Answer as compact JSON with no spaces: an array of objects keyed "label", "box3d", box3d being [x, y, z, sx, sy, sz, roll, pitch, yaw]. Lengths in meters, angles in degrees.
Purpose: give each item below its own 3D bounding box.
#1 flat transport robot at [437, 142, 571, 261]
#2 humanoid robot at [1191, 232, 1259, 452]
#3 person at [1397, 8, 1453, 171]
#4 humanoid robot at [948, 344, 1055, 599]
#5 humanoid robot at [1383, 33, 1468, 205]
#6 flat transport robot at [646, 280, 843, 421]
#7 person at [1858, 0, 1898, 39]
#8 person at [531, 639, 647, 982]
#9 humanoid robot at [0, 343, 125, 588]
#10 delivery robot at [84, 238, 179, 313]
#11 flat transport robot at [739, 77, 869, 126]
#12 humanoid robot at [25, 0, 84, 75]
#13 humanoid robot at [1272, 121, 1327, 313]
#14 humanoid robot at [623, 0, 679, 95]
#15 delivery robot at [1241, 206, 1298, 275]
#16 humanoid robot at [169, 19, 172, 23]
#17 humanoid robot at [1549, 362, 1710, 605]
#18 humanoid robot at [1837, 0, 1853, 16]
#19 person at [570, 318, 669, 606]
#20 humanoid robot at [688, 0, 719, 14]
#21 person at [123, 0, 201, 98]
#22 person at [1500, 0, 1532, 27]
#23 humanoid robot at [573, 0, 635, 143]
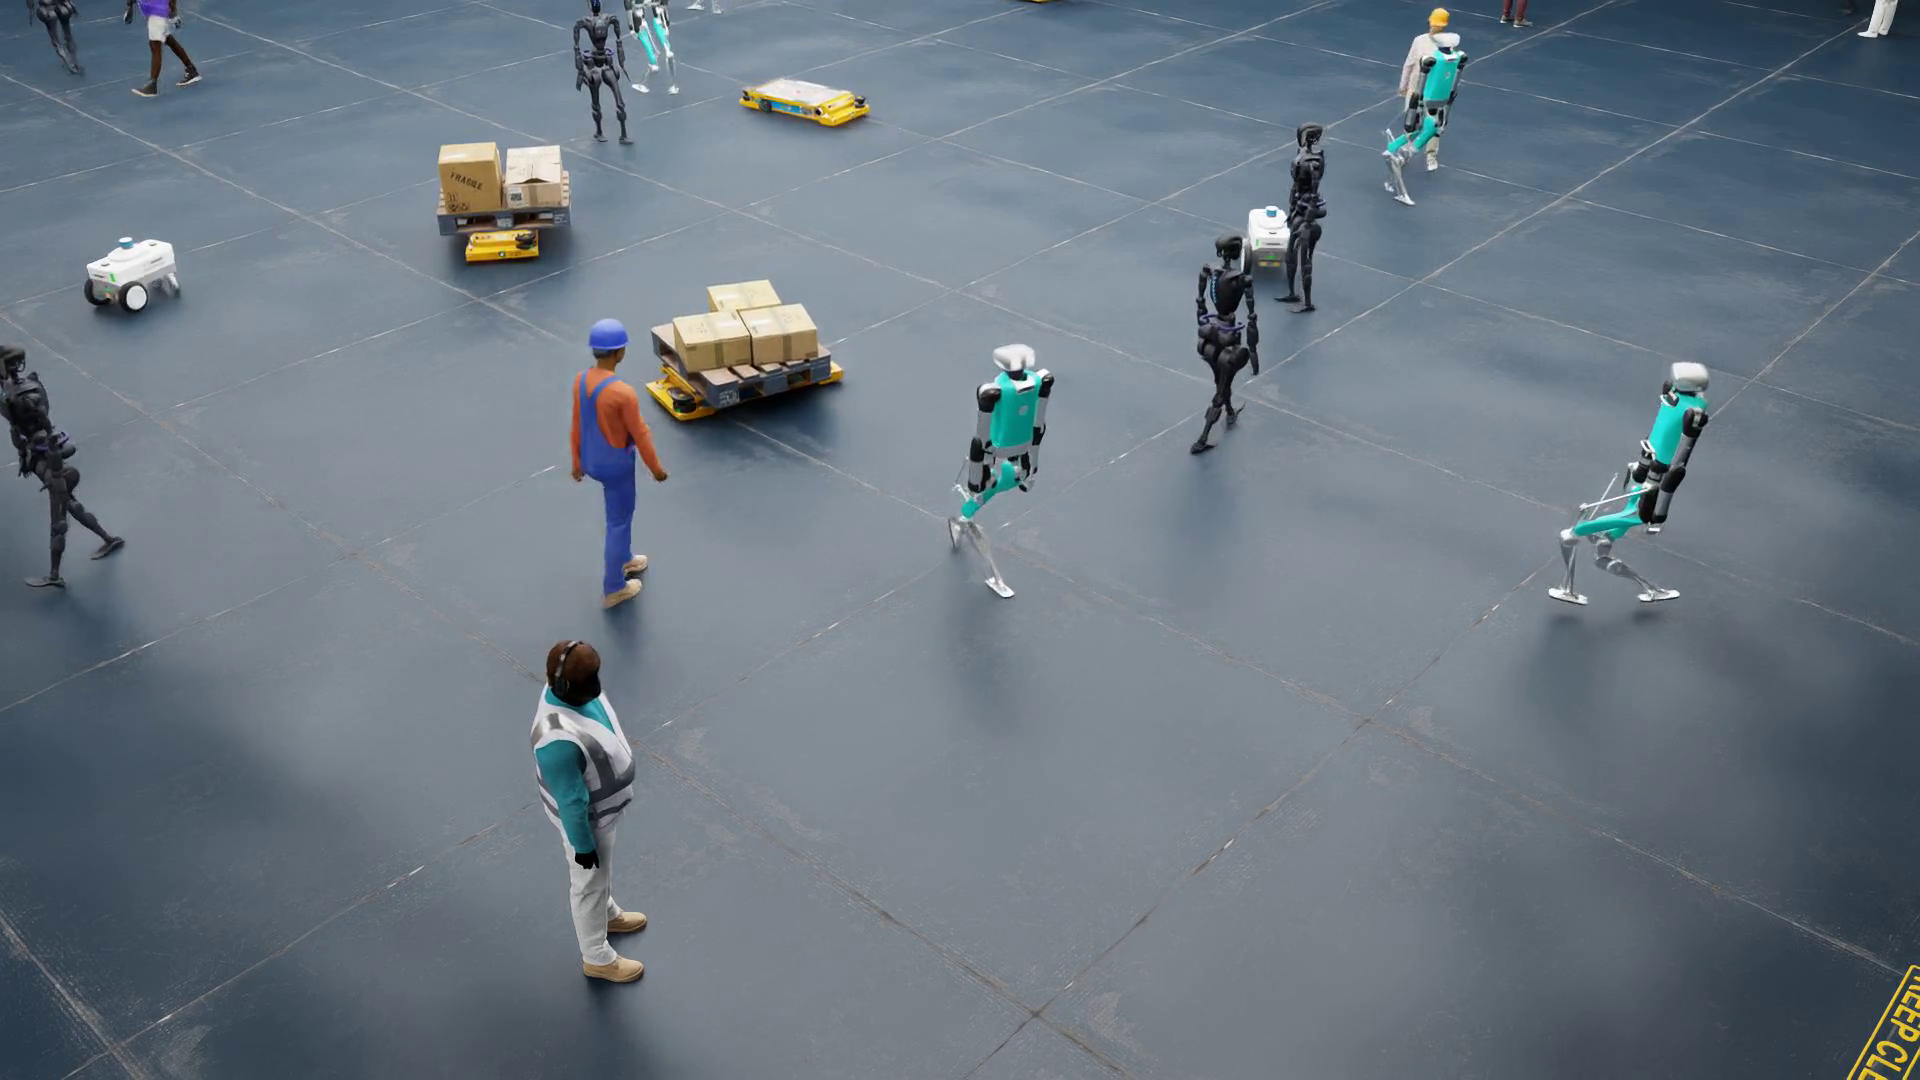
[{"label":"flat transport robot","box3d":[-4.363,-3.060,16.081,0.659,0.231,1.431,-6,32,-10]},{"label":"humanoid robot","box3d":[1.989,-1.492,12.250,0.750,1.626,0.601,-24,39,-34]},{"label":"person","box3d":[4.878,-4.710,17.392,0.553,1.687,0.320,14,35,22]},{"label":"humanoid robot","box3d":[0.120,-0.534,10.642,0.557,1.775,0.959,-20,37,-29]},{"label":"humanoid robot","box3d":[4.507,-4.154,16.552,0.547,1.889,0.806,-15,35,-23]},{"label":"flat transport robot","box3d":[-1.716,-1.311,13.265,1.431,0.231,0.659,-19,36,-27]},{"label":"person","box3d":[12.215,-7.428,21.814,0.513,1.639,0.312,-15,35,-23]},{"label":"person","box3d":[-1.697,1.230,7.685,0.429,1.839,0.633,-2,32,-4]},{"label":"humanoid robot","box3d":[-5.905,-0.503,10.659,0.585,1.623,0.729,22,38,32]},{"label":"delivery robot","box3d":[-7.322,-2.351,14.687,0.502,0.614,0.785,14,34,21]},{"label":"flat transport robot","box3d":[-1.821,-5.115,19.391,1.431,0.231,0.659,20,37,29]},{"label":"humanoid robot","box3d":[-11.113,-6.544,20.398,0.419,1.691,0.609,19,36,27]},{"label":"humanoid robot","box3d":[2.966,-2.774,14.283,0.341,1.651,0.593,-4,32,-6]},{"label":"humanoid robot","box3d":[-3.572,-6.011,19.455,0.535,1.766,0.906,-17,36,-25]},{"label":"delivery robot","box3d":[2.842,-2.774,15.343,0.521,0.588,0.759,2,32,4]},{"label":"humanoid robot","box3d":[-10.945,-7.893,22.493,0.533,1.778,0.791,-8,33,-12]},{"label":"humanoid robot","box3d":[4.066,-0.285,10.251,1.039,1.733,0.545,2,32,4]},{"label":"humanoid robot","box3d":[12.317,-8.062,22.802,0.456,1.644,0.599,-14,34,-21]},{"label":"person","box3d":[-2.134,-0.494,10.427,0.523,1.881,0.642,24,39,33]},{"label":"humanoid robot","box3d":[-3.626,-8.111,22.923,0.832,1.872,0.549,8,33,12]},{"label":"person","box3d":[-9.588,-6.263,19.685,0.608,1.911,1.019,19,37,28]},{"label":"person","box3d":[7.601,-7.828,22.304,0.380,1.805,0.552,-16,35,-23]},{"label":"humanoid robot","box3d":[-3.890,-5.126,18.081,0.608,1.639,0.567,-19,36,-27]}]
